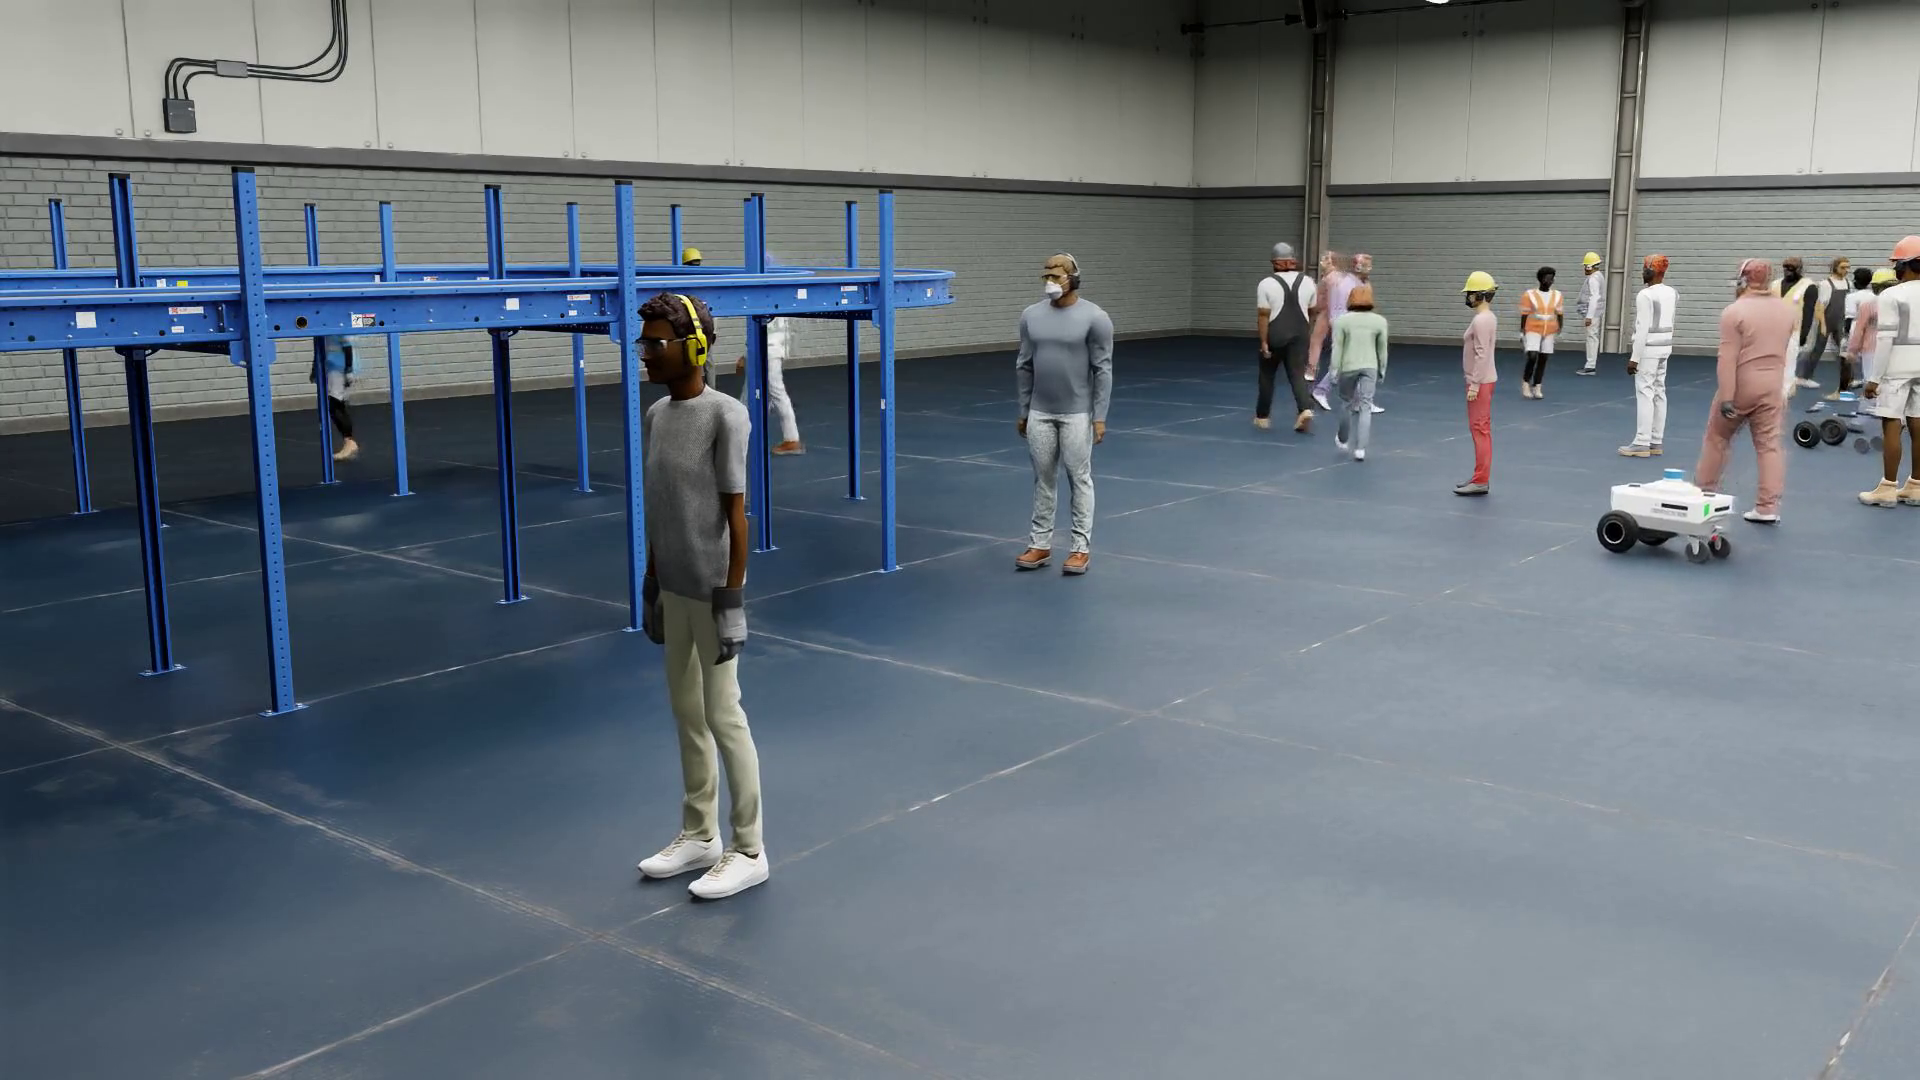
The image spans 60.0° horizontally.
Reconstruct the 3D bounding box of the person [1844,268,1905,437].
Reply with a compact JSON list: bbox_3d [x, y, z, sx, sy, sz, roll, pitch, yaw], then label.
[{"bbox_3d":[9.517,-1.936,17.181,0.525,1.733,0.861,-3,11,-19],"label":"person"}]

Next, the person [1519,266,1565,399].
[{"bbox_3d":[7.420,-2.636,21.171,0.547,1.679,0.483,-1,10,-3],"label":"person"}]

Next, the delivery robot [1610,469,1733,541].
[{"bbox_3d":[4.603,-0.217,10.775,0.477,0.478,0.707,-8,13,-37],"label":"delivery robot"}]

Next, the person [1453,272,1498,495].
[{"bbox_3d":[4.121,-1.250,13.287,0.318,1.767,0.534,4,11,22],"label":"person"}]

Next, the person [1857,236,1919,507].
[{"bbox_3d":[7.183,-1.282,12.689,0.605,2.045,0.386,-3,11,-15],"label":"person"}]

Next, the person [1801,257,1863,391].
[{"bbox_3d":[11.817,-2.921,22.472,0.546,1.789,0.981,-3,11,-14],"label":"person"}]

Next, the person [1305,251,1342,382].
[{"bbox_3d":[5.332,-3.202,23.827,0.950,1.872,0.653,3,11,17],"label":"person"}]

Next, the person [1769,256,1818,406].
[{"bbox_3d":[10.227,-2.571,20.477,0.634,1.824,0.631,-5,12,-28],"label":"person"}]

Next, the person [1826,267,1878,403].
[{"bbox_3d":[11.235,-2.565,20.812,0.544,1.696,0.416,-3,11,-18],"label":"person"}]

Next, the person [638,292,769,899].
[{"bbox_3d":[-0.825,0.169,5.172,0.323,1.865,0.517,-9,14,-42],"label":"person"}]

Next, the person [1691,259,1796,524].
[{"bbox_3d":[5.660,-1.088,12.101,0.655,1.869,0.909,-2,11,-13],"label":"person"}]

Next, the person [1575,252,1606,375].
[{"bbox_3d":[9.512,-3.413,25.099,0.404,1.828,0.591,5,11,26],"label":"person"}]

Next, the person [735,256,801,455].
[{"bbox_3d":[-1.958,-1.749,15.679,0.970,1.901,0.607,-1,10,-3],"label":"person"}]

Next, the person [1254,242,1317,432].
[{"bbox_3d":[3.488,-2.174,17.763,0.687,2.000,0.931,-2,10,-10],"label":"person"}]

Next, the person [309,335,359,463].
[{"bbox_3d":[-5.704,-1.535,15.130,0.406,1.675,0.532,-8,13,-39],"label":"person"}]

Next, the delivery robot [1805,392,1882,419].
[{"bbox_3d":[8.626,-1.328,16.201,0.335,0.223,0.698,-6,12,-30],"label":"delivery robot"}]

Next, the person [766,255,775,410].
[{"bbox_3d":[-2.342,-2.457,19.685,0.335,1.873,0.521,8,13,38],"label":"person"}]

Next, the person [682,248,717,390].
[{"bbox_3d":[-3.170,-2.532,19.959,0.372,1.922,0.585,10,14,44],"label":"person"}]

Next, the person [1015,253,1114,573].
[{"bbox_3d":[0.624,-0.771,10.155,0.628,1.940,0.378,6,12,31],"label":"person"}]

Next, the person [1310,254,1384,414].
[{"bbox_3d":[4.587,-2.448,19.664,0.949,1.862,0.657,7,12,33],"label":"person"}]

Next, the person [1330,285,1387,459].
[{"bbox_3d":[3.724,-1.585,15.591,0.525,1.591,0.817,1,10,7],"label":"person"}]

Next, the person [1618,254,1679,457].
[{"bbox_3d":[6.491,-1.735,15.649,0.575,1.883,0.355,-8,13,-38],"label":"person"}]
